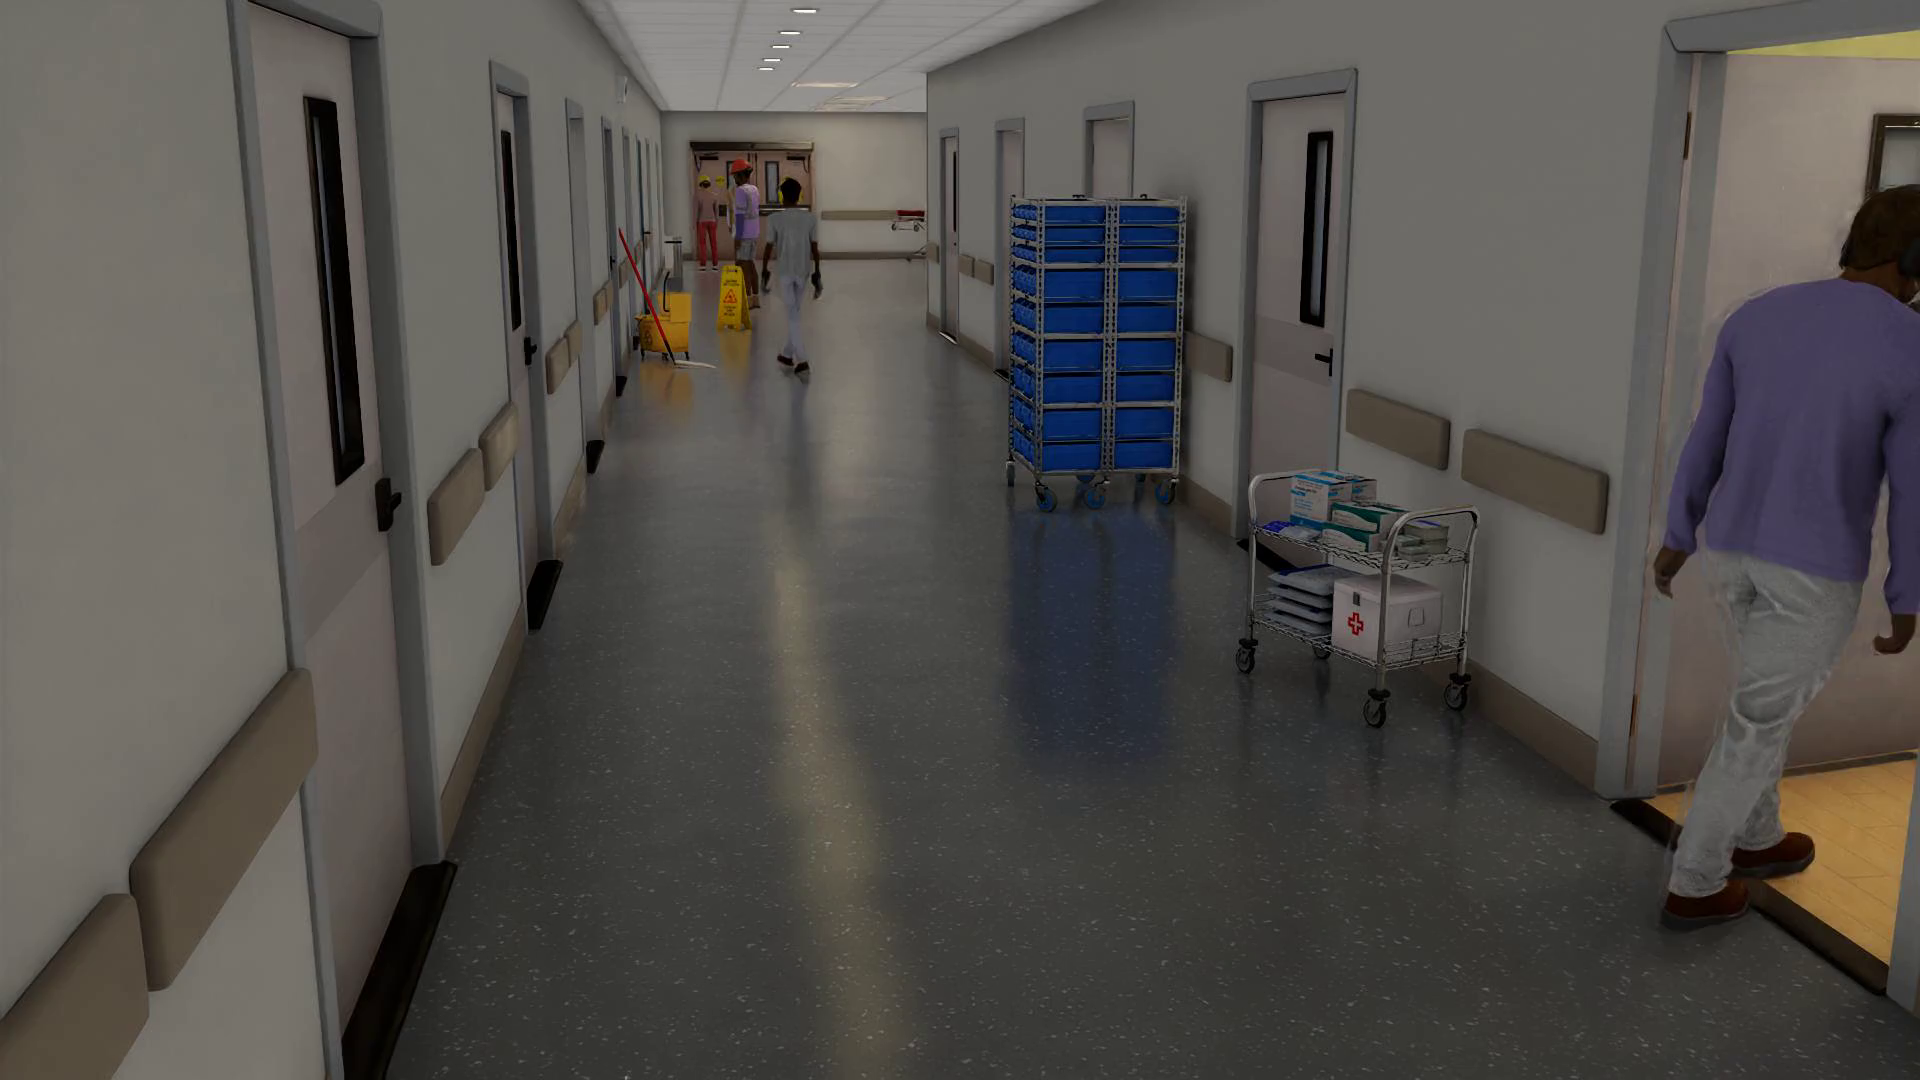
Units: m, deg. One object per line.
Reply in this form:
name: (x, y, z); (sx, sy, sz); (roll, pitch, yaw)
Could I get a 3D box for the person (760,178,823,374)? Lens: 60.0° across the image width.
person: (-1.610, -2.504, 15.770); (0.542, 1.819, 0.973); (-6, 14, -25)

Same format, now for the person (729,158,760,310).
person: (-2.936, -4.155, 22.642); (0.409, 2.028, 0.618); (3, 13, 13)

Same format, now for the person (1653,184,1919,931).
person: (2.168, 0.071, 4.192); (0.822, 1.881, 0.686); (-5, 14, -22)

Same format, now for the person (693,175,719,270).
person: (-4.747, -5.919, 31.052); (0.528, 1.768, 0.313); (-8, 15, -33)
